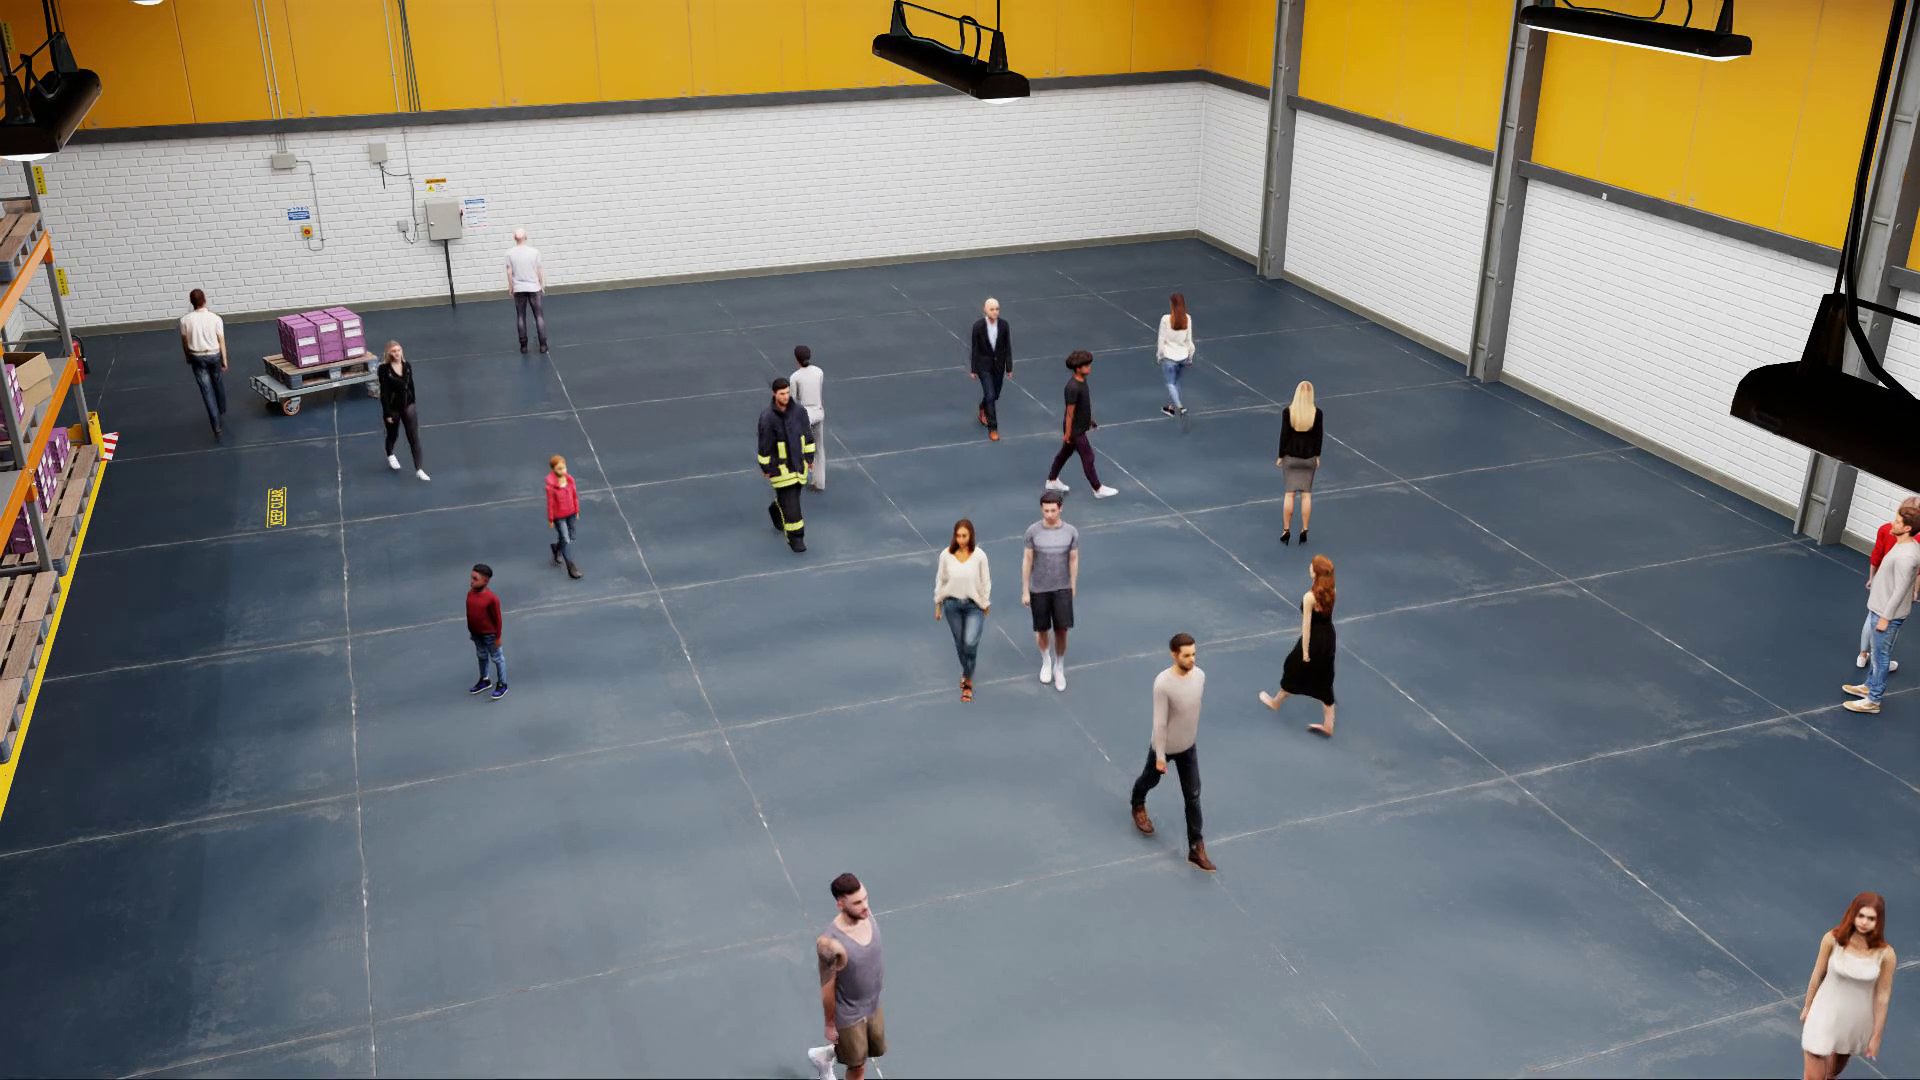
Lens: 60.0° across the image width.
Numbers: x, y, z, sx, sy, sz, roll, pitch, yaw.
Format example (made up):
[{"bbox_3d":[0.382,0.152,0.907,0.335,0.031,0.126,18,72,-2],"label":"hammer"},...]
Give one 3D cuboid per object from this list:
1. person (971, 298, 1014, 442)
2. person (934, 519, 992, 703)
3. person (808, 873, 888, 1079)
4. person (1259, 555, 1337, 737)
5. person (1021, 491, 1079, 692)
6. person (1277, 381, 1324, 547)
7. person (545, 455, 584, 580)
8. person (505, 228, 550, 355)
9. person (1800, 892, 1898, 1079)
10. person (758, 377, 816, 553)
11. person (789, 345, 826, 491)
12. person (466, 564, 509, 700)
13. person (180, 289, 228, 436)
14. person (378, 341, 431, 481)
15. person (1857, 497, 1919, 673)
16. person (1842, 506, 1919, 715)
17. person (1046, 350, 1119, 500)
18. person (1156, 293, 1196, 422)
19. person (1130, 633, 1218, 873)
[{"bbox_3d":[0.366,-2.199,21.052,0.714,1.772,1.125,-7,25,-16],"label":"person"},{"bbox_3d":[0.055,0.561,14.869,0.832,1.666,0.901,6,24,14],"label":"person"},{"bbox_3d":[-0.696,2.725,9.889,1.050,1.834,0.912,17,29,34],"label":"person"},{"bbox_3d":[3.100,0.928,14.125,0.740,1.589,1.061,-16,28,-33],"label":"person"},{"bbox_3d":[0.808,0.398,15.013,0.778,1.849,0.825,1,24,2],"label":"person"},{"bbox_3d":[3.636,-0.822,17.812,0.680,1.844,0.674,2,24,4],"label":"person"},{"bbox_3d":[-4.136,-0.263,17.209,0.895,1.302,0.735,20,31,39],"label":"person"},{"bbox_3d":[-6.332,-3.644,24.285,0.694,1.831,0.636,-4,24,-9],"label":"person"},{"bbox_3d":[5.213,2.777,9.808,1.106,1.659,1.094,13,27,27],"label":"person"},{"bbox_3d":[-1.887,-0.861,17.830,0.972,1.900,1.258,-16,28,-32],"label":"person"},{"bbox_3d":[-1.721,-1.387,19.264,0.721,1.716,0.789,-13,27,-27],"label":"person"},{"bbox_3d":[-4.234,0.795,14.847,0.585,1.256,0.648,11,26,24],"label":"person"},{"bbox_3d":[-9.537,-2.215,21.041,0.791,1.810,1.311,-12,26,-26],"label":"person"},{"bbox_3d":[-6.686,-1.535,19.691,0.886,1.645,1.239,-18,30,-36],"label":"person"},{"bbox_3d":[8.522,0.400,15.192,0.746,1.703,0.586,-21,31,-40],"label":"person"},{"bbox_3d":[8.097,0.599,14.486,0.803,1.905,0.746,11,26,24],"label":"person"},{"bbox_3d":[1.260,-1.321,19.087,1.060,1.737,1.127,5,24,11],"label":"person"},{"bbox_3d":[2.801,-2.321,21.456,0.618,1.671,0.965,-7,24,-15],"label":"person"},{"bbox_3d":[1.535,1.518,12.485,0.783,1.824,1.244,-12,27,-26],"label":"person"}]
